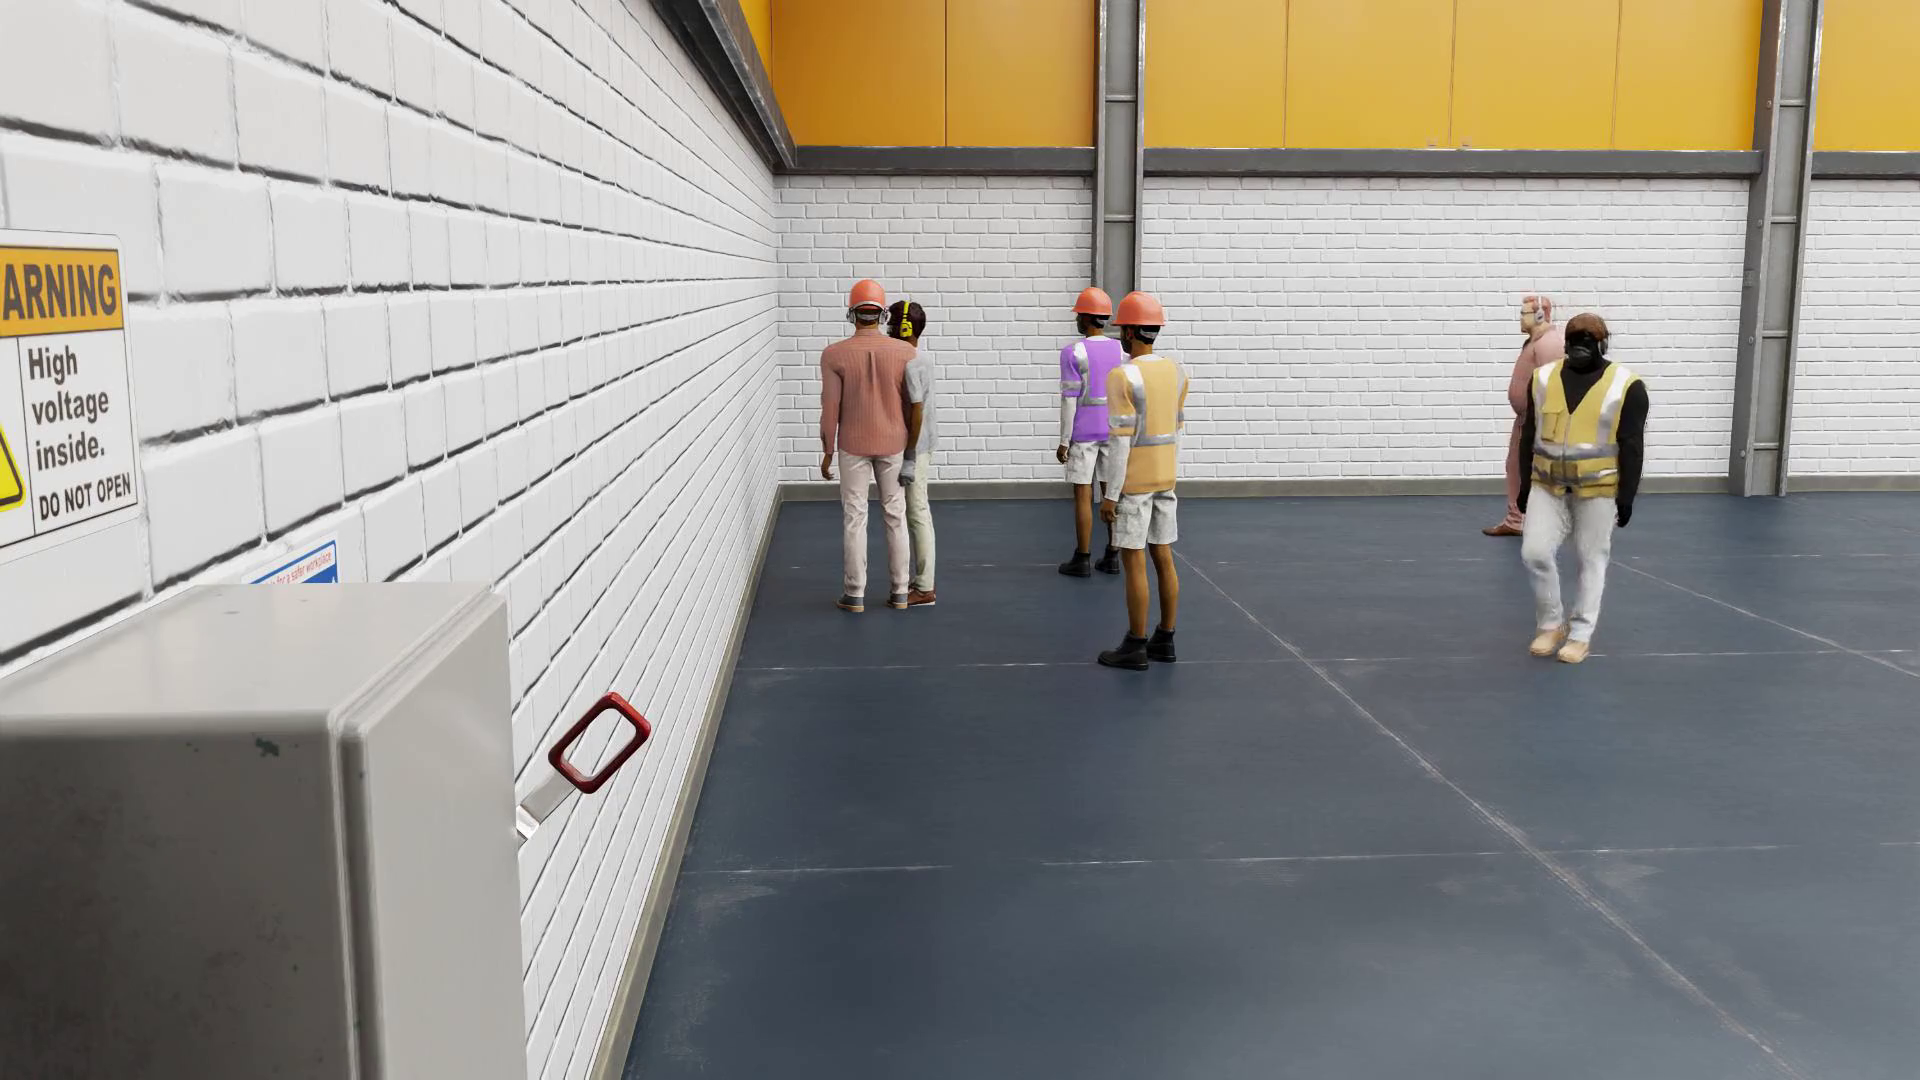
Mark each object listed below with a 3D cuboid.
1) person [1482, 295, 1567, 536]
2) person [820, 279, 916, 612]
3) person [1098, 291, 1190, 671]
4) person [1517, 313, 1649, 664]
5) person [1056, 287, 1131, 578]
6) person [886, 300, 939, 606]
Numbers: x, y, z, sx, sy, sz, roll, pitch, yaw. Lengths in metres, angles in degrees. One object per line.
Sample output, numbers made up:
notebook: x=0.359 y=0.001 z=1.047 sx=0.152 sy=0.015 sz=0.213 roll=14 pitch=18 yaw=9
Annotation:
person: x=4.488 y=-0.929 z=12.697 sx=0.784 sy=1.880 sz=0.646 roll=1 pitch=9 yaw=6
person: x=-0.544 y=-0.561 z=10.020 sx=0.610 sy=1.996 sz=0.386 roll=-2 pitch=9 yaw=-15
person: x=0.921 y=-0.299 z=8.554 sx=0.543 sy=1.939 sz=0.370 roll=-8 pitch=12 yaw=-41
person: x=3.199 y=-0.258 z=8.641 sx=0.658 sy=1.827 sz=0.481 roll=7 pitch=11 yaw=38
person: x=0.891 y=-0.717 z=11.167 sx=0.547 sy=1.942 sz=0.344 roll=-5 pitch=10 yaw=-28
person: x=-0.300 y=-0.524 z=10.187 sx=0.330 sy=1.872 sz=0.512 roll=1 pitch=9 yaw=5
